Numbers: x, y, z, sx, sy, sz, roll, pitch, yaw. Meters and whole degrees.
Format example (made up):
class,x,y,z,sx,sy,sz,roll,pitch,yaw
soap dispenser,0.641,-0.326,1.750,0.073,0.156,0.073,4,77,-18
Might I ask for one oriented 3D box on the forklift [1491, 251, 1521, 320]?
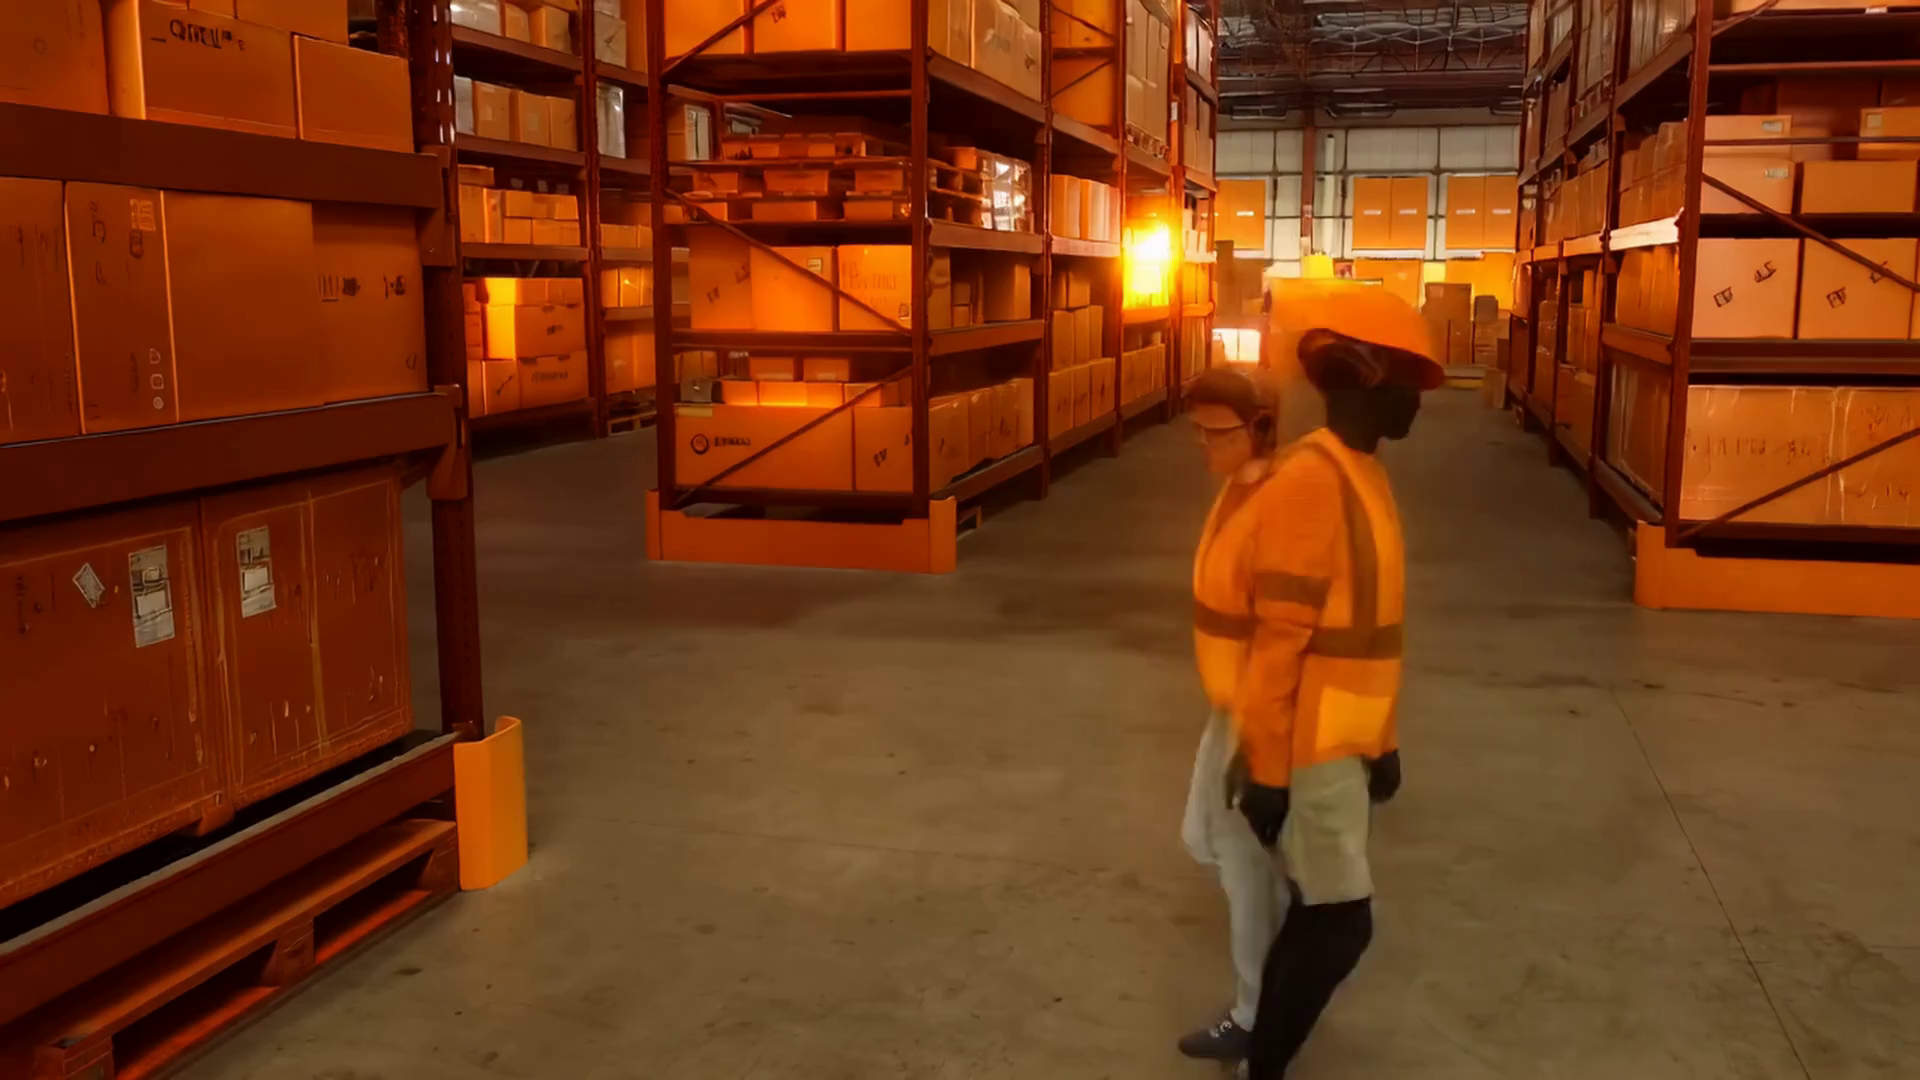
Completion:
class,x,y,z,sx,sy,sz,roll,pitch,yaw
forklift,16.039,-7.084,48.777,1.129,2.768,1.873,-2,9,-12

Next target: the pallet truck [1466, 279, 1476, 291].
class,x,y,z,sx,sy,sz,roll,pitch,yaw
pallet truck,18.896,-8.459,60.307,1.885,1.965,0.823,5,10,31

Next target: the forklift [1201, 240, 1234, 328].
class,x,y,z,sx,sy,sz,roll,pitch,yaw
forklift,5.697,-5.090,36.110,1.873,2.768,1.129,2,9,15

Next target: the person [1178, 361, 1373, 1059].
class,x,y,z,sx,sy,sz,roll,pitch,yaw
person,0.803,0.449,4.287,0.484,1.819,0.615,-1,9,-3

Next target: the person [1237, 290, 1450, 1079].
class,x,y,z,sx,sy,sz,roll,pitch,yaw
person,0.845,0.444,3.771,0.421,1.990,0.692,4,10,24

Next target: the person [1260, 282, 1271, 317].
class,x,y,z,sx,sy,sz,roll,pitch,yaw
person,10.514,-7.891,57.028,0.999,1.885,0.651,4,10,23
